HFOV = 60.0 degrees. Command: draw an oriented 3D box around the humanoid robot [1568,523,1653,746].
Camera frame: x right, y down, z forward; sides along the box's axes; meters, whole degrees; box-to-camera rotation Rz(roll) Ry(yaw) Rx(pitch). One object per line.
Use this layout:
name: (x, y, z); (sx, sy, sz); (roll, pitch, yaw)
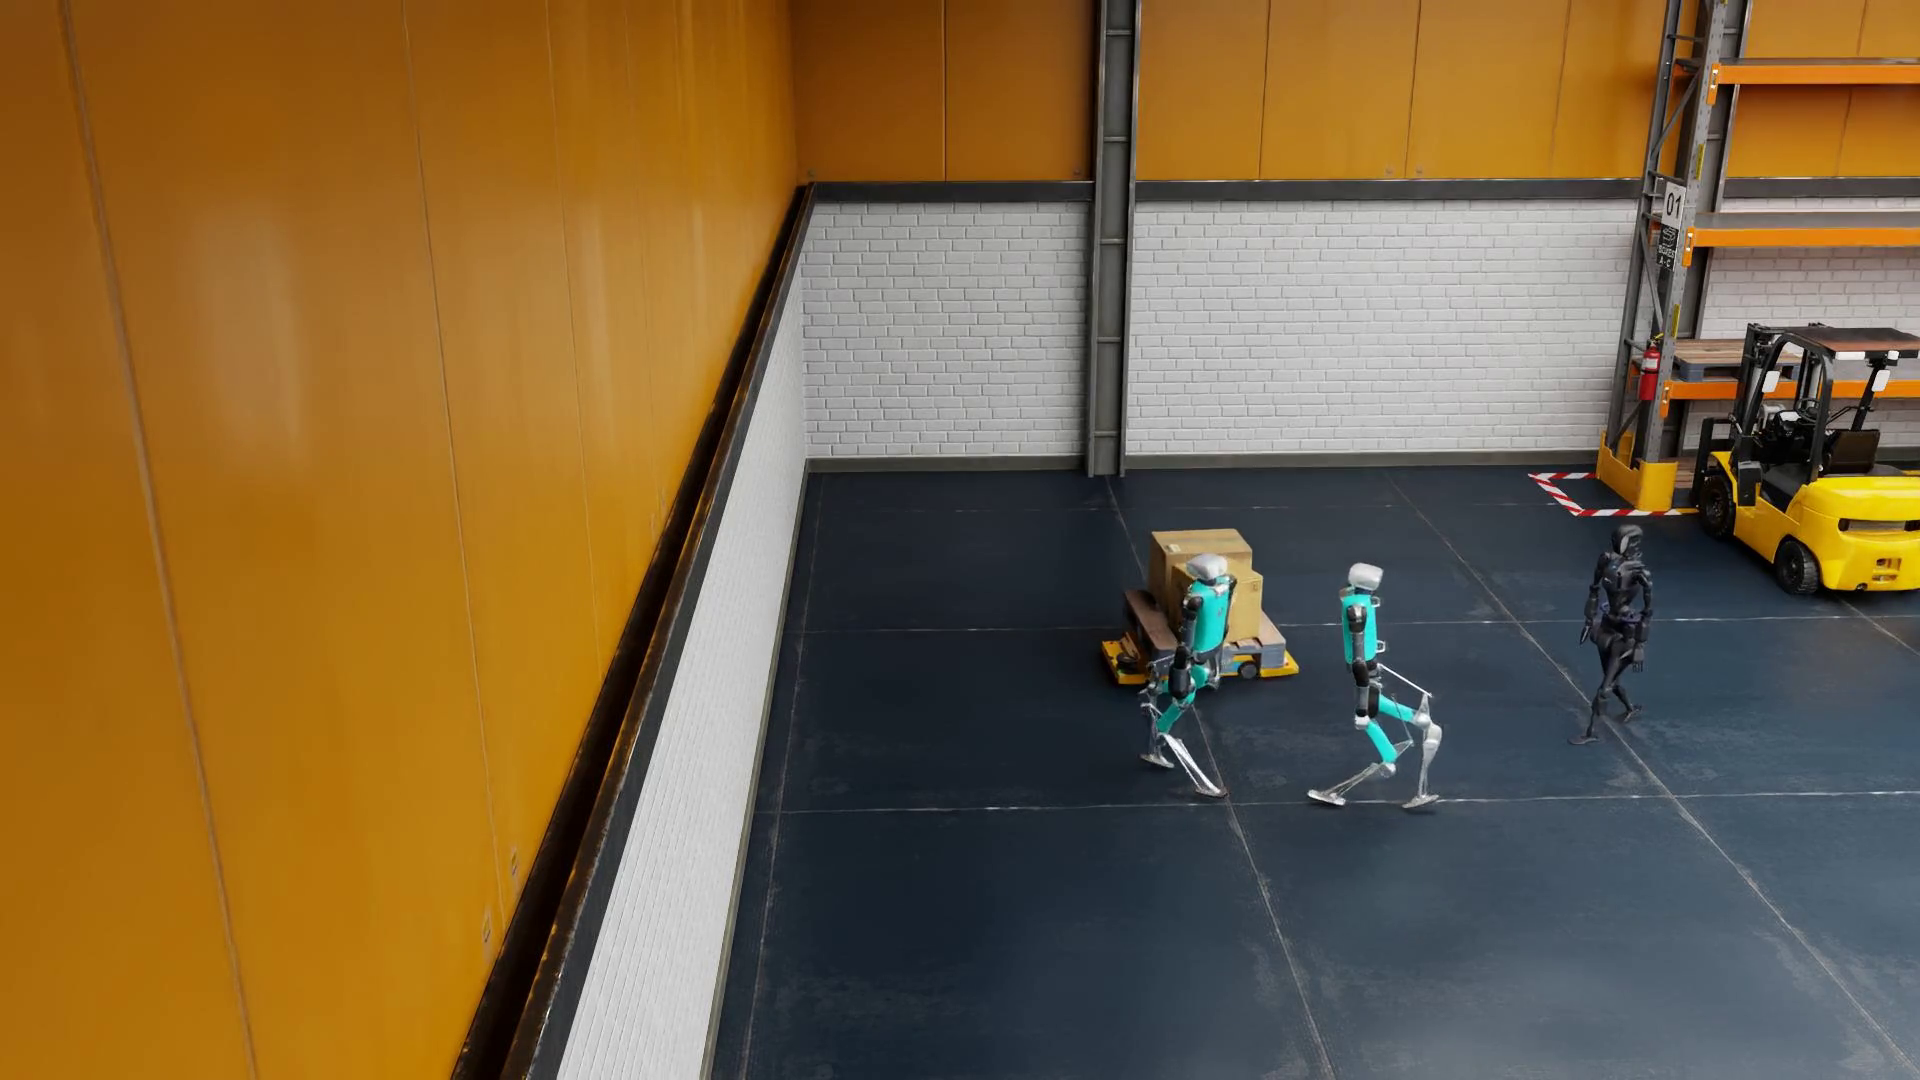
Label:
humanoid robot: (4.704, 0.649, 11.832); (0.766, 1.636, 0.615); (-8, 22, -21)

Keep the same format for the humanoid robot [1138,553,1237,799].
humanoid robot: (1.422, 0.869, 11.100); (0.986, 1.752, 0.552); (16, 26, 37)

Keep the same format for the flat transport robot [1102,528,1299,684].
flat transport robot: (1.886, 0.889, 13.141); (1.431, 0.231, 0.659); (-3, 20, -7)

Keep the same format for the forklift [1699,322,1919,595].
forklift: (7.809, -0.792, 14.926); (1.214, 2.155, 2.313); (-1, 20, -2)

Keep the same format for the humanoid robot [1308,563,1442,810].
humanoid robot: (2.839, 1.015, 10.732); (1.019, 1.758, 0.530); (5, 21, 13)
